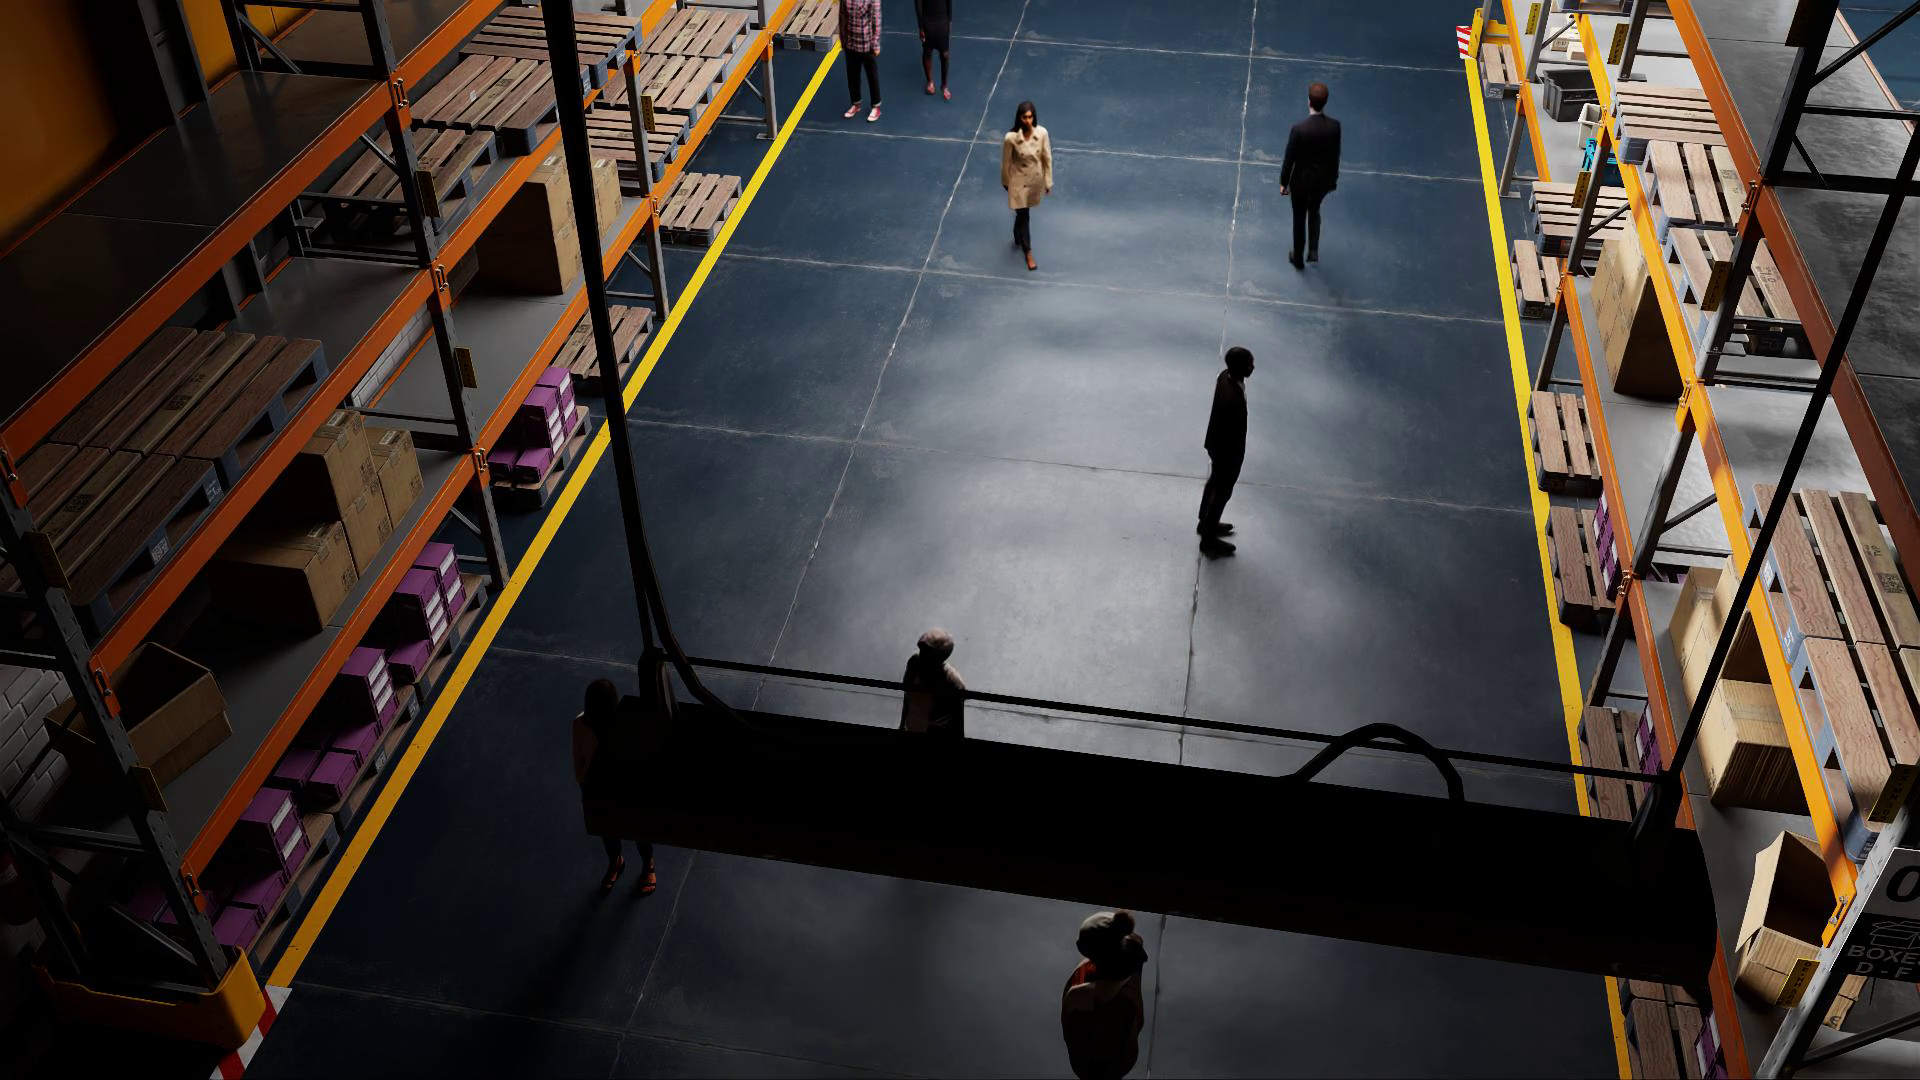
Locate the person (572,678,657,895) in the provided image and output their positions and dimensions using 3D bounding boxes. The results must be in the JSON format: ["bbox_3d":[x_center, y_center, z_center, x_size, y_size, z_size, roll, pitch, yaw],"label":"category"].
[{"bbox_3d":[-2.068,1.469,10.014,0.618,1.682,0.540,4,39,5],"label":"person"}]

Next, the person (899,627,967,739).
[{"bbox_3d":[-0.104,1.182,10.337,1.123,1.729,1.039,-26,45,-28],"label":"person"}]

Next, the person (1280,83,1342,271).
[{"bbox_3d":[3.403,-3.427,15.989,0.829,1.876,0.825,-6,39,-7],"label":"person"}]

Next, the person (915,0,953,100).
[{"bbox_3d":[-0.336,-6.047,19.408,0.748,1.703,0.852,-6,39,-8],"label":"person"}]

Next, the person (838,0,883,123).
[{"bbox_3d":[-1.121,-5.661,18.881,0.750,1.759,0.672,14,41,17],"label":"person"}]

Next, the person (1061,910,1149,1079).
[{"bbox_3d":[0.775,2.500,8.551,0.728,1.897,0.571,6,39,8],"label":"person"}]

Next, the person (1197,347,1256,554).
[{"bbox_3d":[2.012,-0.695,12.630,0.749,1.799,0.541,0,39,0],"label":"person"}]

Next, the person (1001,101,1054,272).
[{"bbox_3d":[0.632,-3.533,16.322,0.928,1.626,1.198,-10,40,-12],"label":"person"}]
